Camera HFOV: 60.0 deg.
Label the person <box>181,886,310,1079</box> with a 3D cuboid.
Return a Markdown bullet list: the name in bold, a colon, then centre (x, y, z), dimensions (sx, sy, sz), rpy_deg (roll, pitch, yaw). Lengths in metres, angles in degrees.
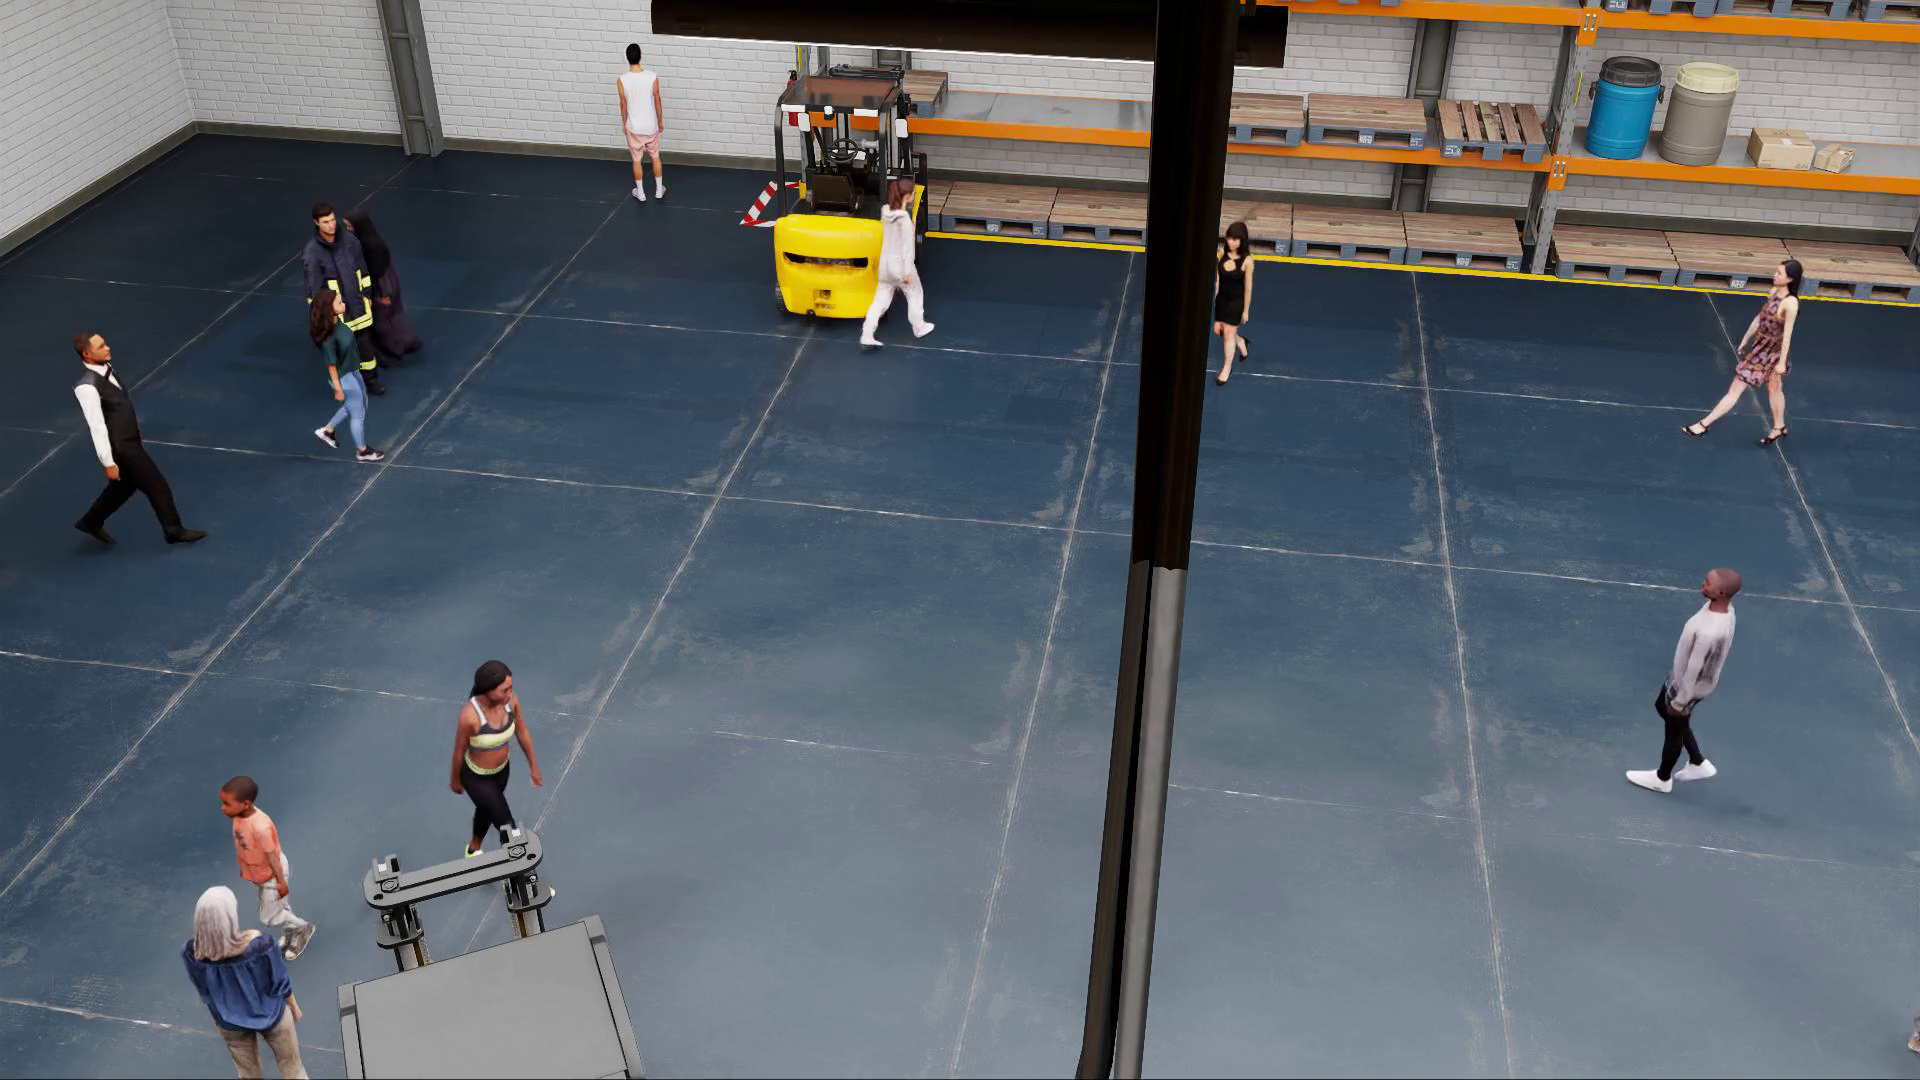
- **person**: centre (-3.552, 2.395, 8.356), dimensions (0.606, 1.698, 0.741), rpy_deg (-4, 34, -7)

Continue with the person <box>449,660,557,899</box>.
- **person**: centre (-2.871, 1.386, 9.876), dimensions (1.059, 1.695, 0.836), rpy_deg (26, 42, 34)

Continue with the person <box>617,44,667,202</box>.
- **person**: centre (-3.651, -4.781, 19.069), dimensions (0.676, 1.789, 0.788), rpy_deg (-11, 35, -16)

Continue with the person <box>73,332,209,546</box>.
- **person**: centre (-6.605, -0.736, 12.894), dimensions (1.305, 1.888, 1.000), rpy_deg (-7, 34, -10)

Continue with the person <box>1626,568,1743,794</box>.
- **person**: centre (4.710, 0.927, 10.501), dimensions (0.838, 1.767, 0.754), rpy_deg (17, 37, 24)

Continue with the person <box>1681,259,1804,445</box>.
- **person**: centre (7.018, -1.561, 14.288), dimensions (1.185, 1.719, 0.741), rpy_deg (1, 34, 1)

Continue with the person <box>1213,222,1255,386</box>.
- **person**: centre (2.565, -2.210, 15.349), dimensions (0.865, 1.626, 0.893), rpy_deg (28, 43, 35)

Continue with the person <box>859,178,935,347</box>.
- **person**: centre (-0.684, -2.599, 15.916), dimensions (1.094, 1.646, 1.108), rpy_deg (-26, 42, -33)

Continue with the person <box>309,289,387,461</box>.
- **person**: centre (-5.311, -1.382, 14.122), dimensions (0.859, 1.604, 0.714), rpy_deg (-4, 34, -6)

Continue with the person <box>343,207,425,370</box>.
- **person**: centre (-5.401, -2.403, 15.659), dimensions (1.006, 1.603, 0.937), rpy_deg (-12, 36, -18)

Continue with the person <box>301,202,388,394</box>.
- **person**: centre (-5.575, -2.158, 14.999), dimensions (0.888, 1.925, 0.899), rpy_deg (26, 41, 33)

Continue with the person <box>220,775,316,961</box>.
- **person**: centre (-3.921, 1.852, 9.526), dimensions (0.589, 1.306, 0.660), rpy_deg (27, 42, 34)
